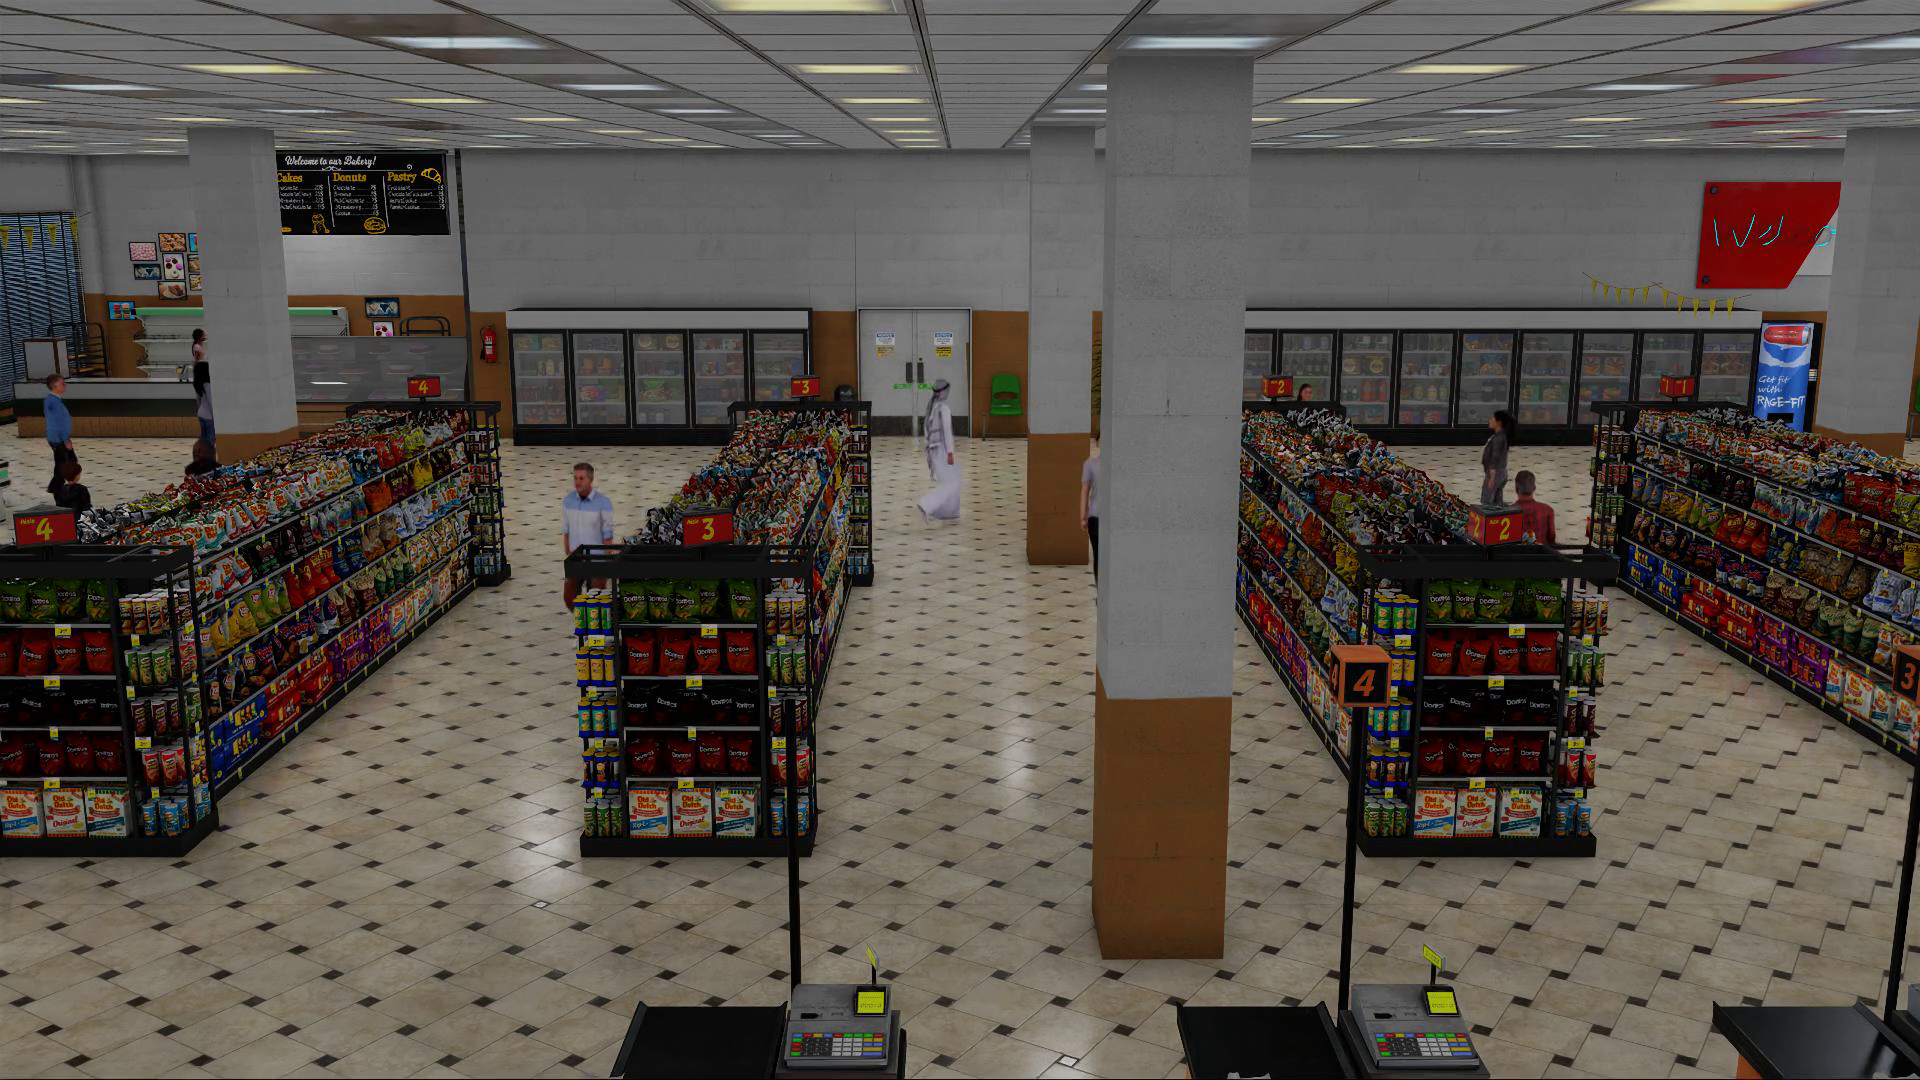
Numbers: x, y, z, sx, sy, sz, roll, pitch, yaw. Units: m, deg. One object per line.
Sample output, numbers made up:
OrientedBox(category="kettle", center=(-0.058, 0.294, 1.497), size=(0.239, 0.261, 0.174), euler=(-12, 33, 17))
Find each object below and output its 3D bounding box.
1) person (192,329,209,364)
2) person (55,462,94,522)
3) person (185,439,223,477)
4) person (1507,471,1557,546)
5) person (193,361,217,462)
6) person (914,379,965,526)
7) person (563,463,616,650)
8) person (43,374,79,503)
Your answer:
OrientedBox(category="person", center=(-14.499, -3.133, 31.579), size=(0.773, 1.729, 0.701), euler=(-5, 13, -23))
OrientedBox(category="person", center=(-9.571, -0.135, 18.028), size=(0.539, 1.446, 0.508), euler=(1, 12, 2))
OrientedBox(category="person", center=(-7.726, -0.161, 17.280), size=(0.837, 1.805, 0.847), euler=(5, 13, 22))
OrientedBox(category="person", center=(5.139, 0.288, 15.109), size=(0.829, 1.820, 0.862), euler=(3, 12, 12))
OrientedBox(category="person", center=(-11.605, -1.884, 25.621), size=(0.687, 1.740, 0.732), euler=(10, 16, 40))
OrientedBox(category="person", center=(-0.292, -1.110, 21.526), size=(1.015, 1.912, 1.045), euler=(-6, 13, -26))
OrientedBox(category="person", center=(-3.492, 0.148, 15.783), size=(0.771, 1.816, 0.734), euler=(3, 12, 15))
OrientedBox(category="person", center=(-12.669, -1.406, 23.202), size=(0.851, 1.800, 0.763), euler=(-7, 14, -29))
